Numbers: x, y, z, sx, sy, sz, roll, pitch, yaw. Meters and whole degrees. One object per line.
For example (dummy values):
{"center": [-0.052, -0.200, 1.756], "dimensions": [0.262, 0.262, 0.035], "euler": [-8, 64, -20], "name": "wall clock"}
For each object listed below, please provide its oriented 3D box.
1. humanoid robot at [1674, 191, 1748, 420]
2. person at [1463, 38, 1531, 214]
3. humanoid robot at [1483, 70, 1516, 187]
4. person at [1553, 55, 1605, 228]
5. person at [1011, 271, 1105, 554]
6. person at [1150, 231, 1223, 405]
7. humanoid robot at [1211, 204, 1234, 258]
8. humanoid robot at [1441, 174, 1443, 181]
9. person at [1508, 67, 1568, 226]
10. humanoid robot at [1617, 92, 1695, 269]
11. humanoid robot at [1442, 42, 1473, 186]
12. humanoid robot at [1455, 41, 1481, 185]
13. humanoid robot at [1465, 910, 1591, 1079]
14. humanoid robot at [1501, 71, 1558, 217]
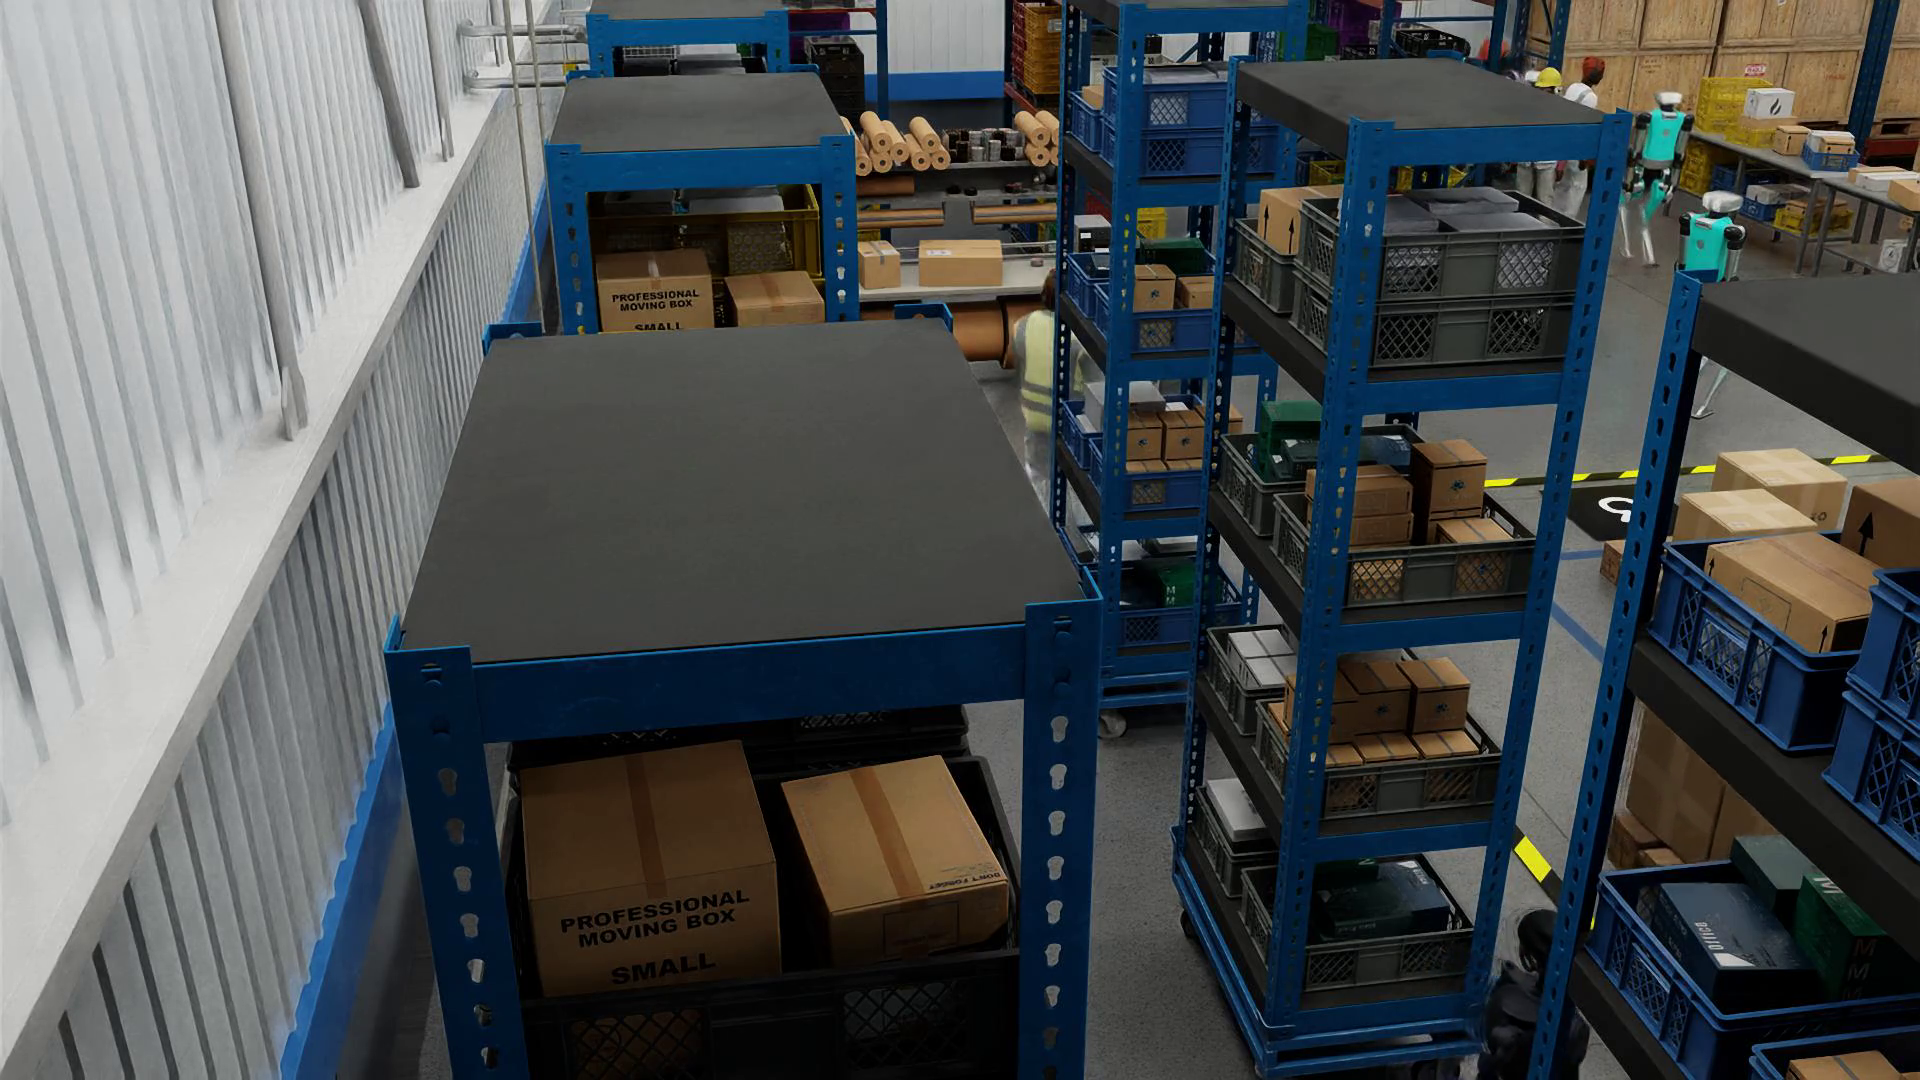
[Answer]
{"center": [5.556, -1.728, 12.140], "dimensions": [0.735, 1.675, 0.533], "euler": [-12, 27, -24], "name": "humanoid robot"}
{"center": [5.682, -4.283, 17.575], "dimensions": [1.108, 1.981, 0.668], "euler": [20, 32, 37], "name": "person"}
{"center": [5.620, -4.102, 17.513], "dimensions": [0.315, 1.657, 0.599], "euler": [11, 27, 23], "name": "humanoid robot"}
{"center": [6.354, -4.024, 17.127], "dimensions": [0.409, 1.879, 0.591], "euler": [-3, 25, -6], "name": "person"}
{"center": [0.678, -0.690, 9.966], "dimensions": [0.851, 1.810, 0.430], "euler": [19, 31, 35], "name": "person"}
{"center": [1.480, -1.096, 10.787], "dimensions": [0.588, 1.852, 0.370], "euler": [-3, 25, -6], "name": "person"}
{"center": [2.710, -3.618, 16.489], "dimensions": [0.397, 1.644, 0.613], "euler": [22, 33, 39], "name": "humanoid robot"}
{"center": [5.220, -4.535, 18.238], "dimensions": [0.533, 1.677, 0.735], "euler": [12, 27, 24], "name": "humanoid robot"}
{"center": [5.799, -3.802, 16.692], "dimensions": [0.594, 1.832, 0.404], "euler": [21, 32, 38], "name": "person"}
{"center": [6.628, -3.470, 16.059], "dimensions": [0.548, 1.732, 0.965], "euler": [1, 25, 2], "name": "humanoid robot"}
{"center": [5.621, -4.697, 18.803], "dimensions": [0.536, 1.744, 1.053], "euler": [-7, 26, -16], "name": "humanoid robot"}
{"center": [5.762, -4.954, 19.364], "dimensions": [0.599, 1.657, 0.315], "euler": [9, 26, 19], "name": "humanoid robot"}
{"center": [1.579, 1.718, 4.905], "dimensions": [0.608, 1.638, 0.640], "euler": [-22, 33, -39], "name": "humanoid robot"}
{"center": [5.878, -3.902, 17.037], "dimensions": [0.669, 1.802, 0.532], "euler": [-21, 32, -38], "name": "humanoid robot"}
